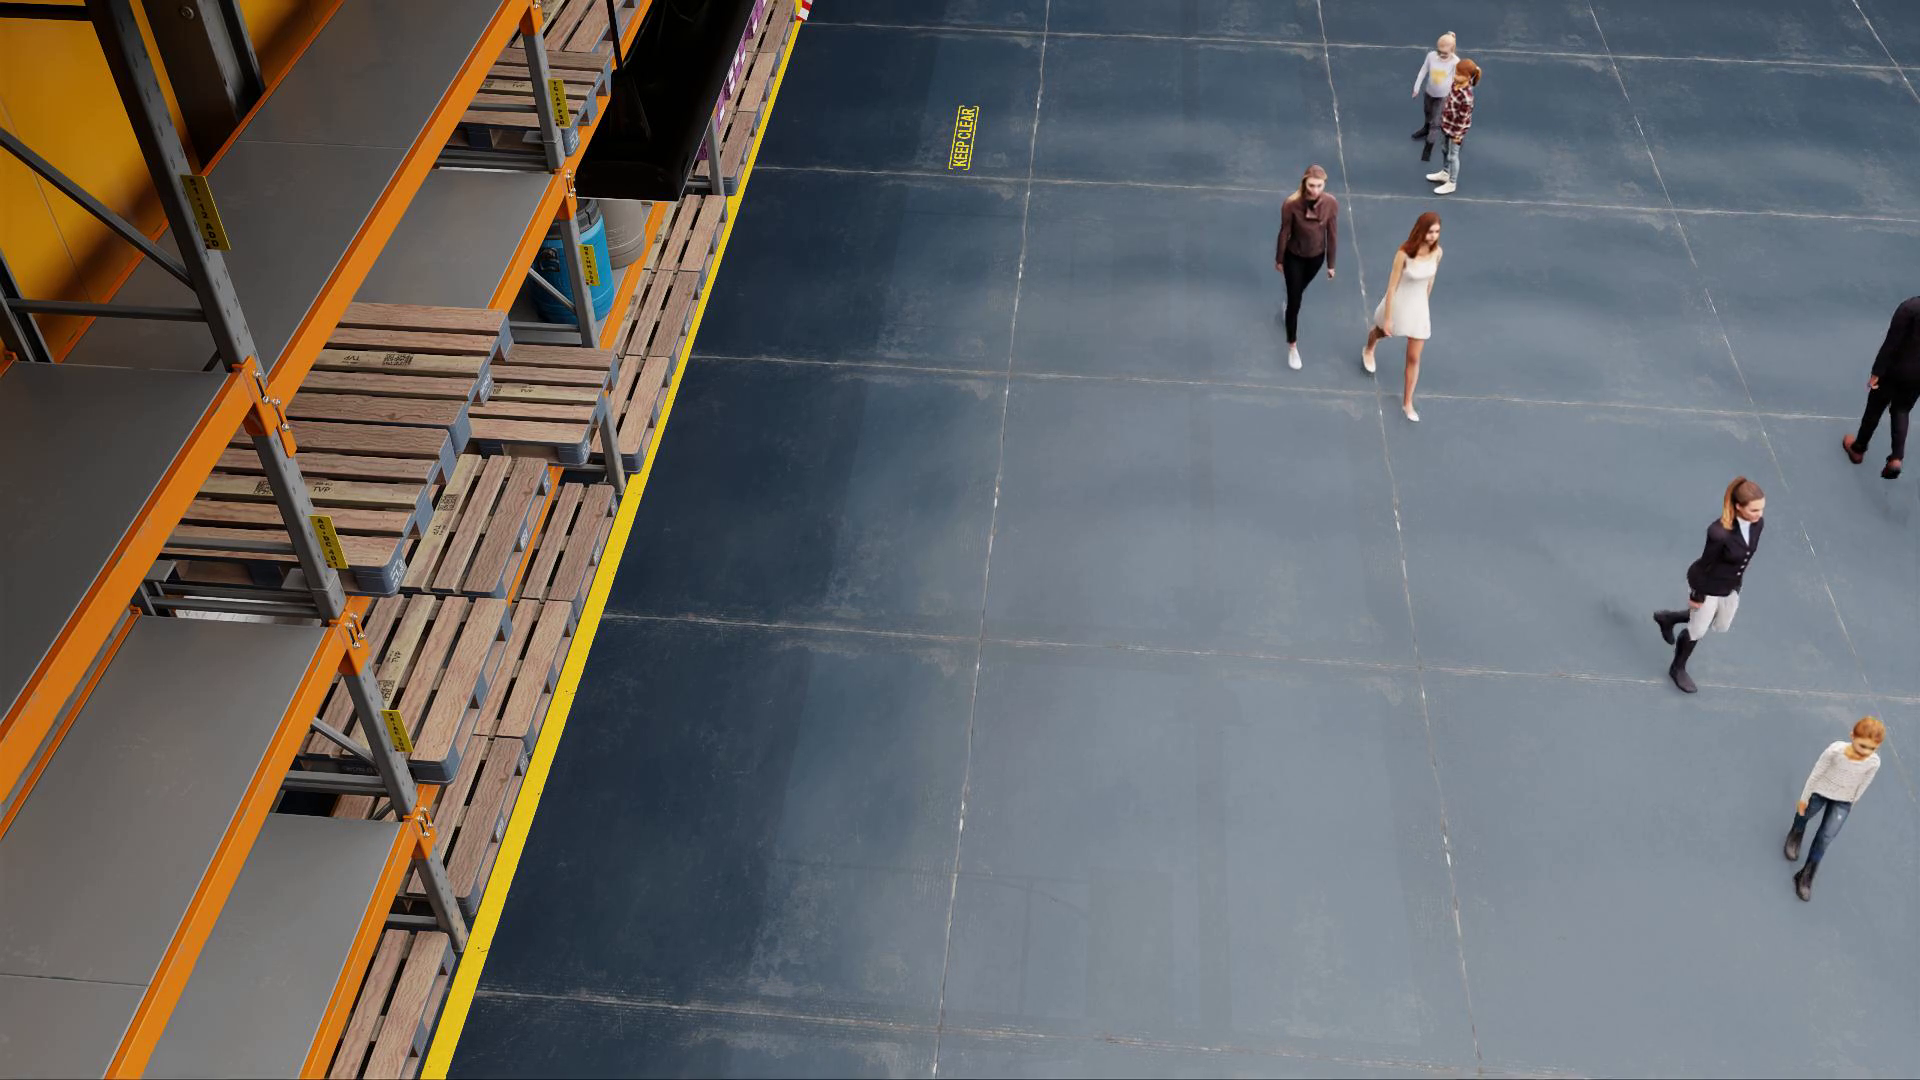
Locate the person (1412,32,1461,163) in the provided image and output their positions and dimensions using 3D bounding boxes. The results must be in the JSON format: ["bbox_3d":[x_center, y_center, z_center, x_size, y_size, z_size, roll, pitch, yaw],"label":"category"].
[{"bbox_3d":[4.549,-4.263,15.827,0.815,1.232,1.012,24,49,23],"label":"person"}]

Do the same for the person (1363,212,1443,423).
[{"bbox_3d":[3.426,-1.858,12.990,0.716,1.664,1.219,-4,44,-4],"label":"person"}]

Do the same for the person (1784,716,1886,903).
[{"bbox_3d":[5.112,1.448,9.785,0.624,1.297,0.838,17,46,17],"label":"person"}]

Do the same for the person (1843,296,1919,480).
[{"bbox_3d":[6.959,-1.151,12.202,0.720,1.727,0.942,5,44,5],"label":"person"}]

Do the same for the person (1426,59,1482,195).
[{"bbox_3d":[4.570,-3.827,15.320,0.624,1.300,0.473,-4,44,-4],"label":"person"}]

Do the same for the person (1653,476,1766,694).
[{"bbox_3d":[4.803,0.245,10.743,0.774,1.718,0.887,-17,46,-17],"label":"person"}]

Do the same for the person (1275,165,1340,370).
[{"bbox_3d":[2.780,-2.320,13.475,0.765,1.663,1.154,-4,44,-5],"label":"person"}]
